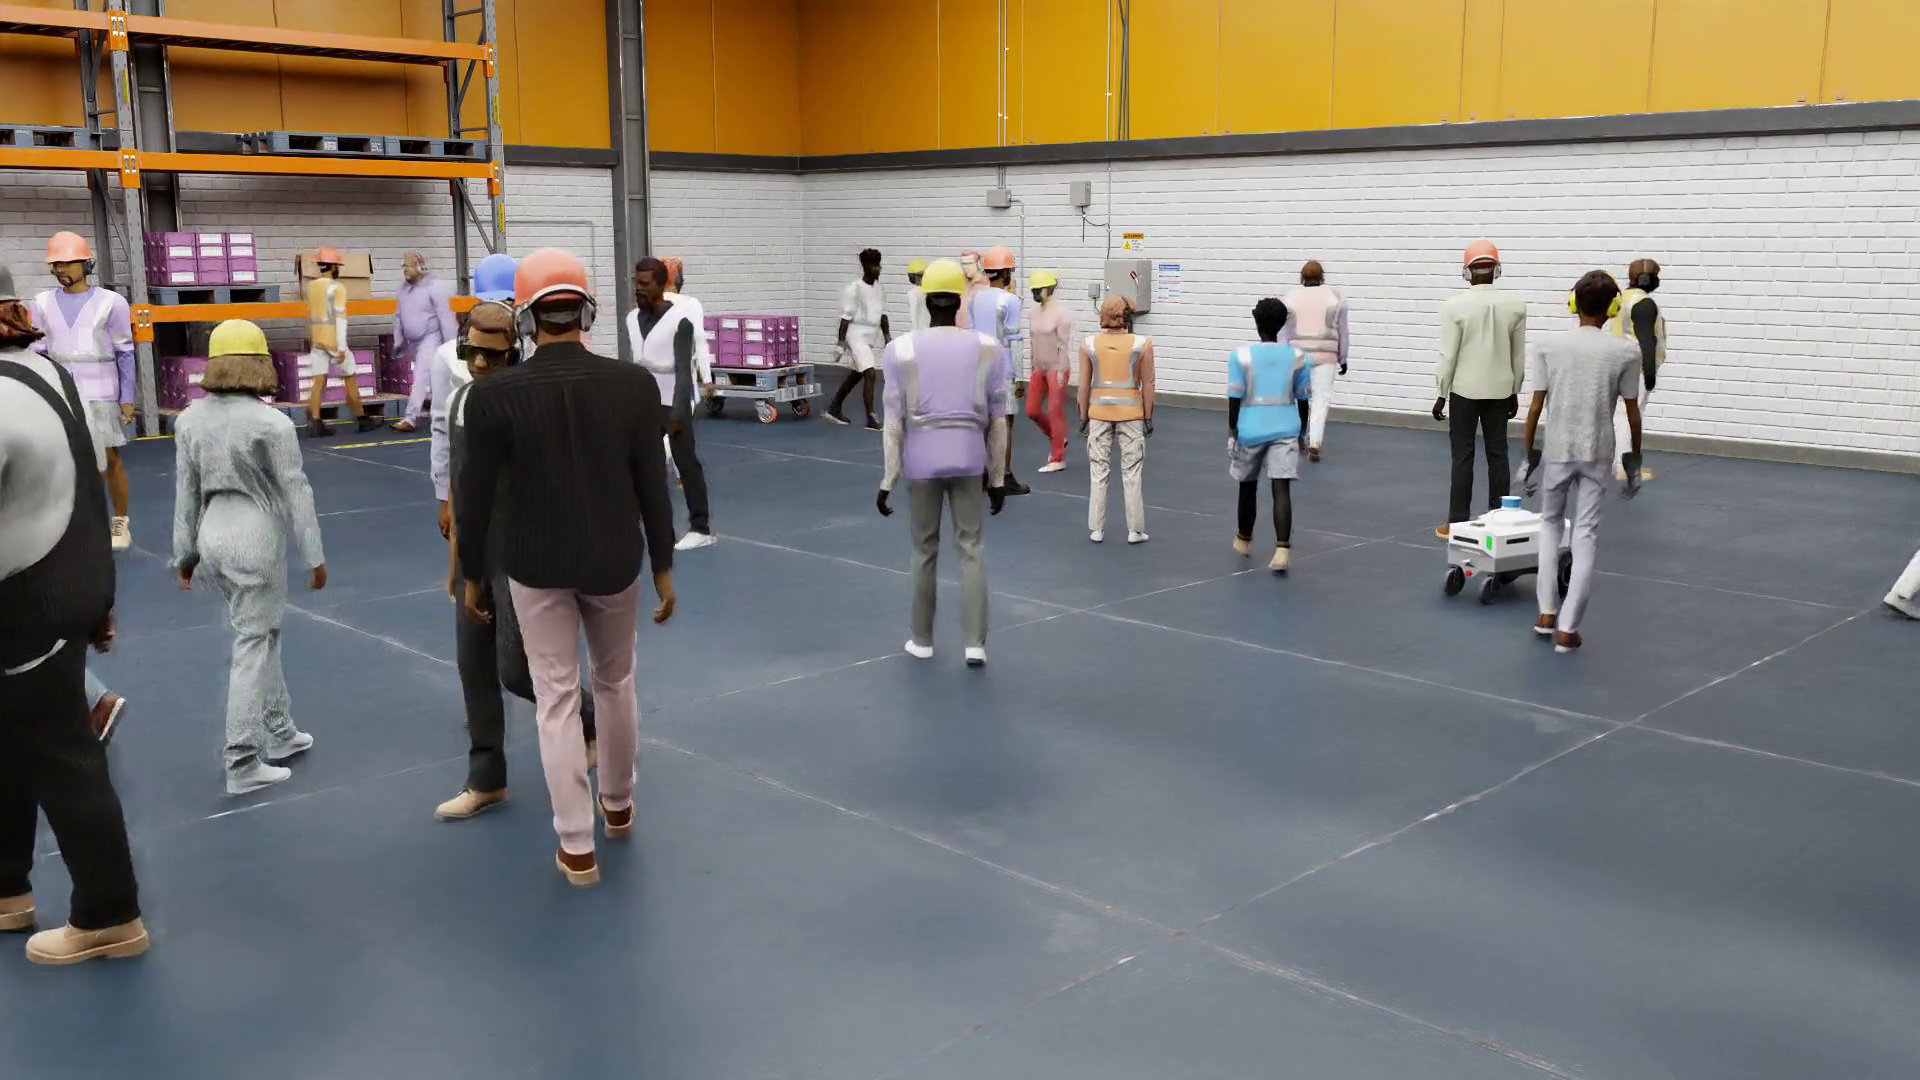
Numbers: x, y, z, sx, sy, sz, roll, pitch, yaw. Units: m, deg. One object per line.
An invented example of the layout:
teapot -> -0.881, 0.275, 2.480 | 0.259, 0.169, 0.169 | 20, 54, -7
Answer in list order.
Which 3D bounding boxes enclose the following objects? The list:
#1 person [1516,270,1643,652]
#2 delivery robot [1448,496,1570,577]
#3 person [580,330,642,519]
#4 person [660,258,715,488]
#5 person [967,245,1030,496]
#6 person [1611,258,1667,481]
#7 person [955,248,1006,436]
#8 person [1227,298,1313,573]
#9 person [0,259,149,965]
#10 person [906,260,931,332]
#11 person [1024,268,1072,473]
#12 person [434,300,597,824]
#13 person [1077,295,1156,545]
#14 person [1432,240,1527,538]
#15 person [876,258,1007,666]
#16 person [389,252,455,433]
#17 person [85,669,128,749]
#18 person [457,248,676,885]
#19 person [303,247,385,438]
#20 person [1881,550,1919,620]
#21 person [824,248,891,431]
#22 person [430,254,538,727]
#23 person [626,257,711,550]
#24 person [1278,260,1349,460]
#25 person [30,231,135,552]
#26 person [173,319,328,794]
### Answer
person -> 3.069, -0.394, 8.200 | 0.576, 1.849, 0.639 | 5, 11, 25
delivery robot -> 3.092, -0.004, 9.366 | 0.707, 0.478, 0.477 | -6, 12, -30
person -> -2.713, -0.970, 11.728 | 0.887, 1.718, 0.537 | 5, 11, 24
person -> -2.275, -1.273, 13.025 | 0.578, 1.855, 0.874 | 6, 12, 28
person -> 0.303, -1.317, 12.994 | 0.351, 1.942, 0.545 | -10, 14, -44
person -> 5.615, -1.411, 13.791 | 0.429, 1.841, 0.632 | 1, 10, 3
person -> 0.122, -1.927, 16.451 | 0.666, 1.890, 0.422 | 5, 11, 25
person -> 1.880, -0.646, 10.134 | 0.543, 1.649, 0.884 | 0, 10, -2
person -> -2.695, 0.180, 4.565 | 0.818, 2.000, 0.699 | -2, 11, -12
person -> -0.438, -2.566, 20.402 | 0.901, 1.725, 0.535 | 8, 13, 36
person -> 0.766, -1.450, 14.249 | 0.439, 1.749, 0.544 | -9, 14, -40
person -> -1.554, 0.067, 5.824 | 0.541, 1.815, 0.614 | 7, 13, 35
person -> 1.023, -0.782, 10.911 | 0.514, 1.637, 0.314 | 3, 11, 15
person -> 3.432, -0.978, 11.027 | 0.608, 1.986, 0.391 | -2, 11, -9
person -> -0.079, -0.360, 7.871 | 0.605, 1.936, 0.407 | -2, 11, -9
person -> -5.567, -2.049, 17.259 | 0.626, 1.848, 1.032 | 7, 12, 33
person -> -3.543, 0.051, 6.413 | 0.672, 1.614, 0.516 | 4, 11, 19
person -> -1.278, 0.066, 5.352 | 0.652, 1.971, 0.760 | -4, 11, -20
person -> -6.306, -2.002, 16.835 | 0.552, 1.895, 0.867 | 5, 11, 23
person -> 5.304, -0.350, 8.671 | 0.877, 1.598, 0.525 | 1, 10, 8
person -> -1.111, -2.110, 17.462 | 0.922, 1.909, 0.631 | 6, 12, 28
person -> -1.859, -0.199, 6.880 | 0.615, 1.945, 0.404 | -4, 11, -22
person -> -1.945, -0.828, 10.507 | 0.614, 1.872, 0.942 | 8, 13, 38
person -> 3.205, -1.638, 15.139 | 0.623, 1.805, 0.925 | 3, 11, 18
person -> -5.575, -0.925, 10.580 | 0.614, 2.042, 0.373 | -1, 10, -4
person -> -2.592, 0.042, 6.197 | 0.531, 1.705, 0.714 | 3, 11, 18
